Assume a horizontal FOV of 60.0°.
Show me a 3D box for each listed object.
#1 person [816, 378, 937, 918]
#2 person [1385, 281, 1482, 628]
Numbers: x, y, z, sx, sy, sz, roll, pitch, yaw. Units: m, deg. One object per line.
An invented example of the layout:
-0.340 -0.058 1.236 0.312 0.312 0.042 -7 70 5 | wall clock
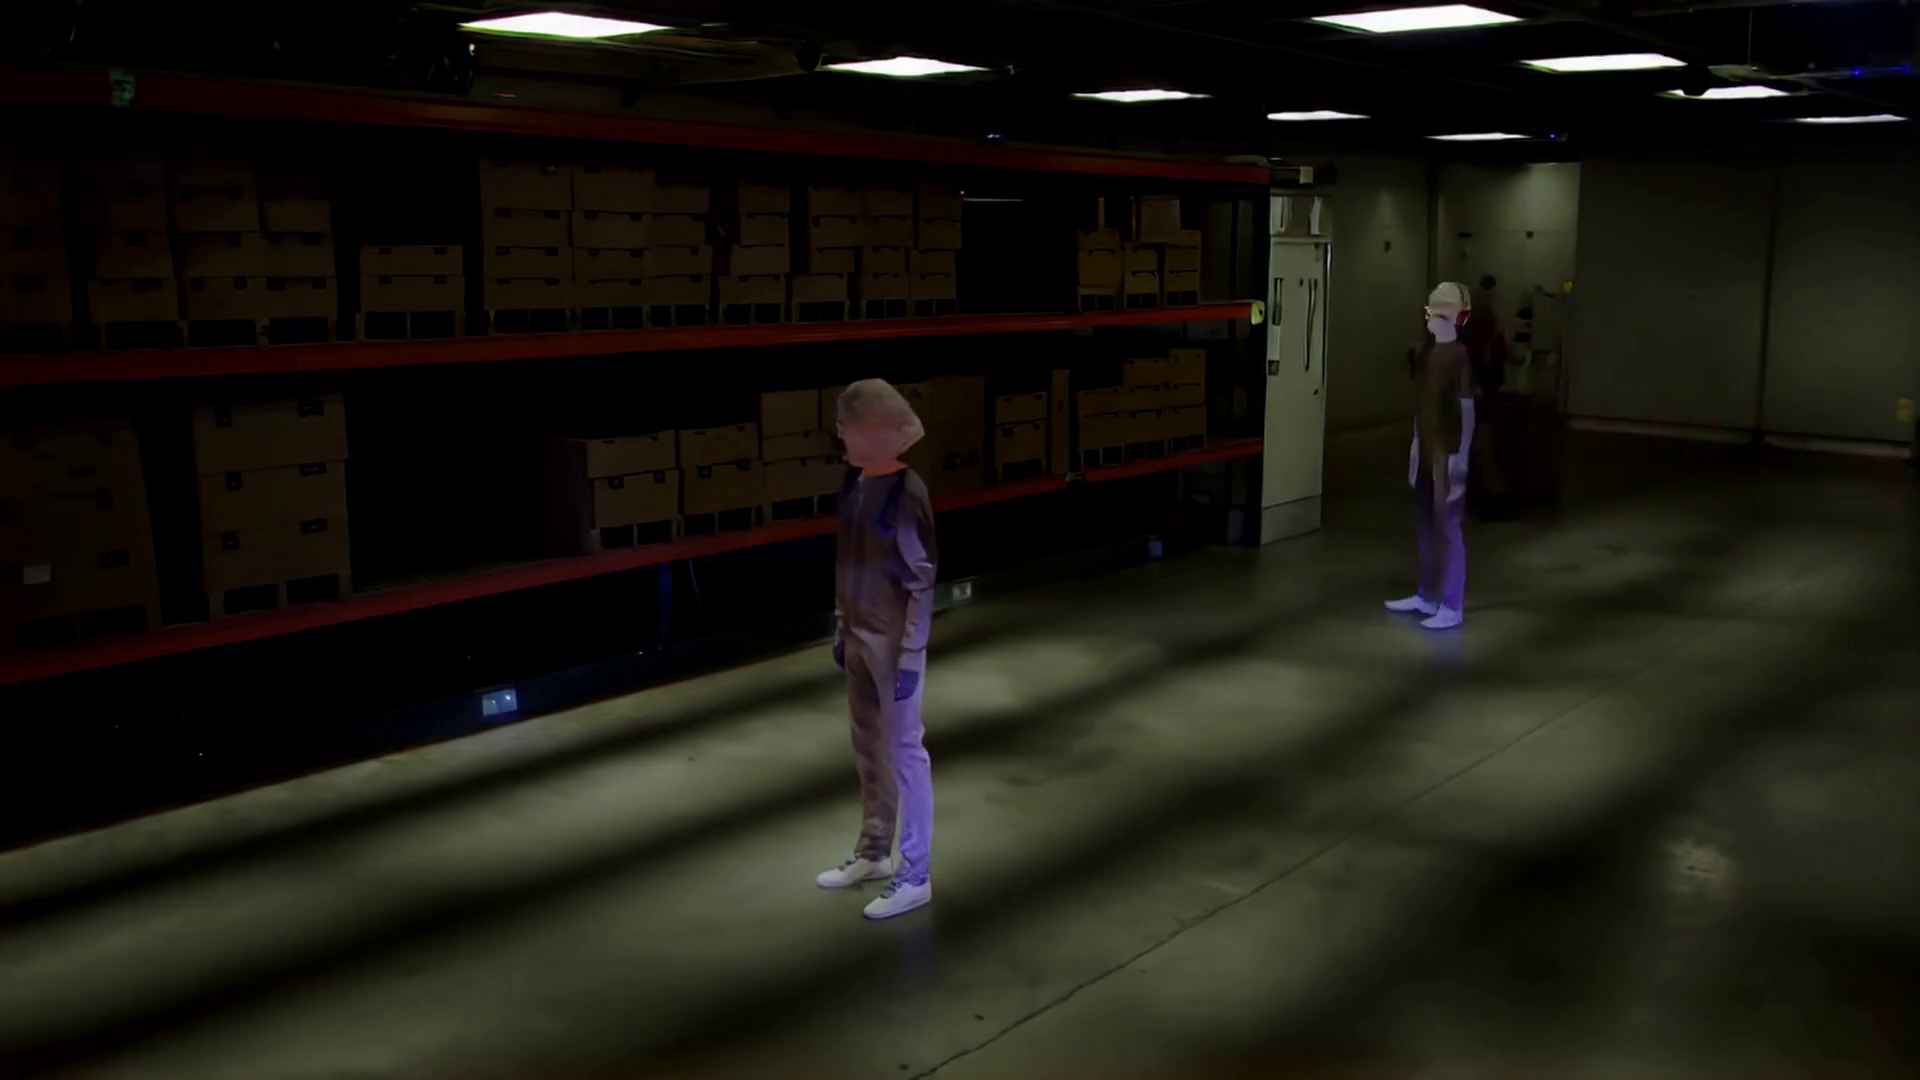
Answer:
-0.248 0.323 5.069 0.278 1.633 0.497 -6 12 -30 | person
2.554 -0.449 8.926 0.317 1.846 0.643 -3 10 -14 | person
